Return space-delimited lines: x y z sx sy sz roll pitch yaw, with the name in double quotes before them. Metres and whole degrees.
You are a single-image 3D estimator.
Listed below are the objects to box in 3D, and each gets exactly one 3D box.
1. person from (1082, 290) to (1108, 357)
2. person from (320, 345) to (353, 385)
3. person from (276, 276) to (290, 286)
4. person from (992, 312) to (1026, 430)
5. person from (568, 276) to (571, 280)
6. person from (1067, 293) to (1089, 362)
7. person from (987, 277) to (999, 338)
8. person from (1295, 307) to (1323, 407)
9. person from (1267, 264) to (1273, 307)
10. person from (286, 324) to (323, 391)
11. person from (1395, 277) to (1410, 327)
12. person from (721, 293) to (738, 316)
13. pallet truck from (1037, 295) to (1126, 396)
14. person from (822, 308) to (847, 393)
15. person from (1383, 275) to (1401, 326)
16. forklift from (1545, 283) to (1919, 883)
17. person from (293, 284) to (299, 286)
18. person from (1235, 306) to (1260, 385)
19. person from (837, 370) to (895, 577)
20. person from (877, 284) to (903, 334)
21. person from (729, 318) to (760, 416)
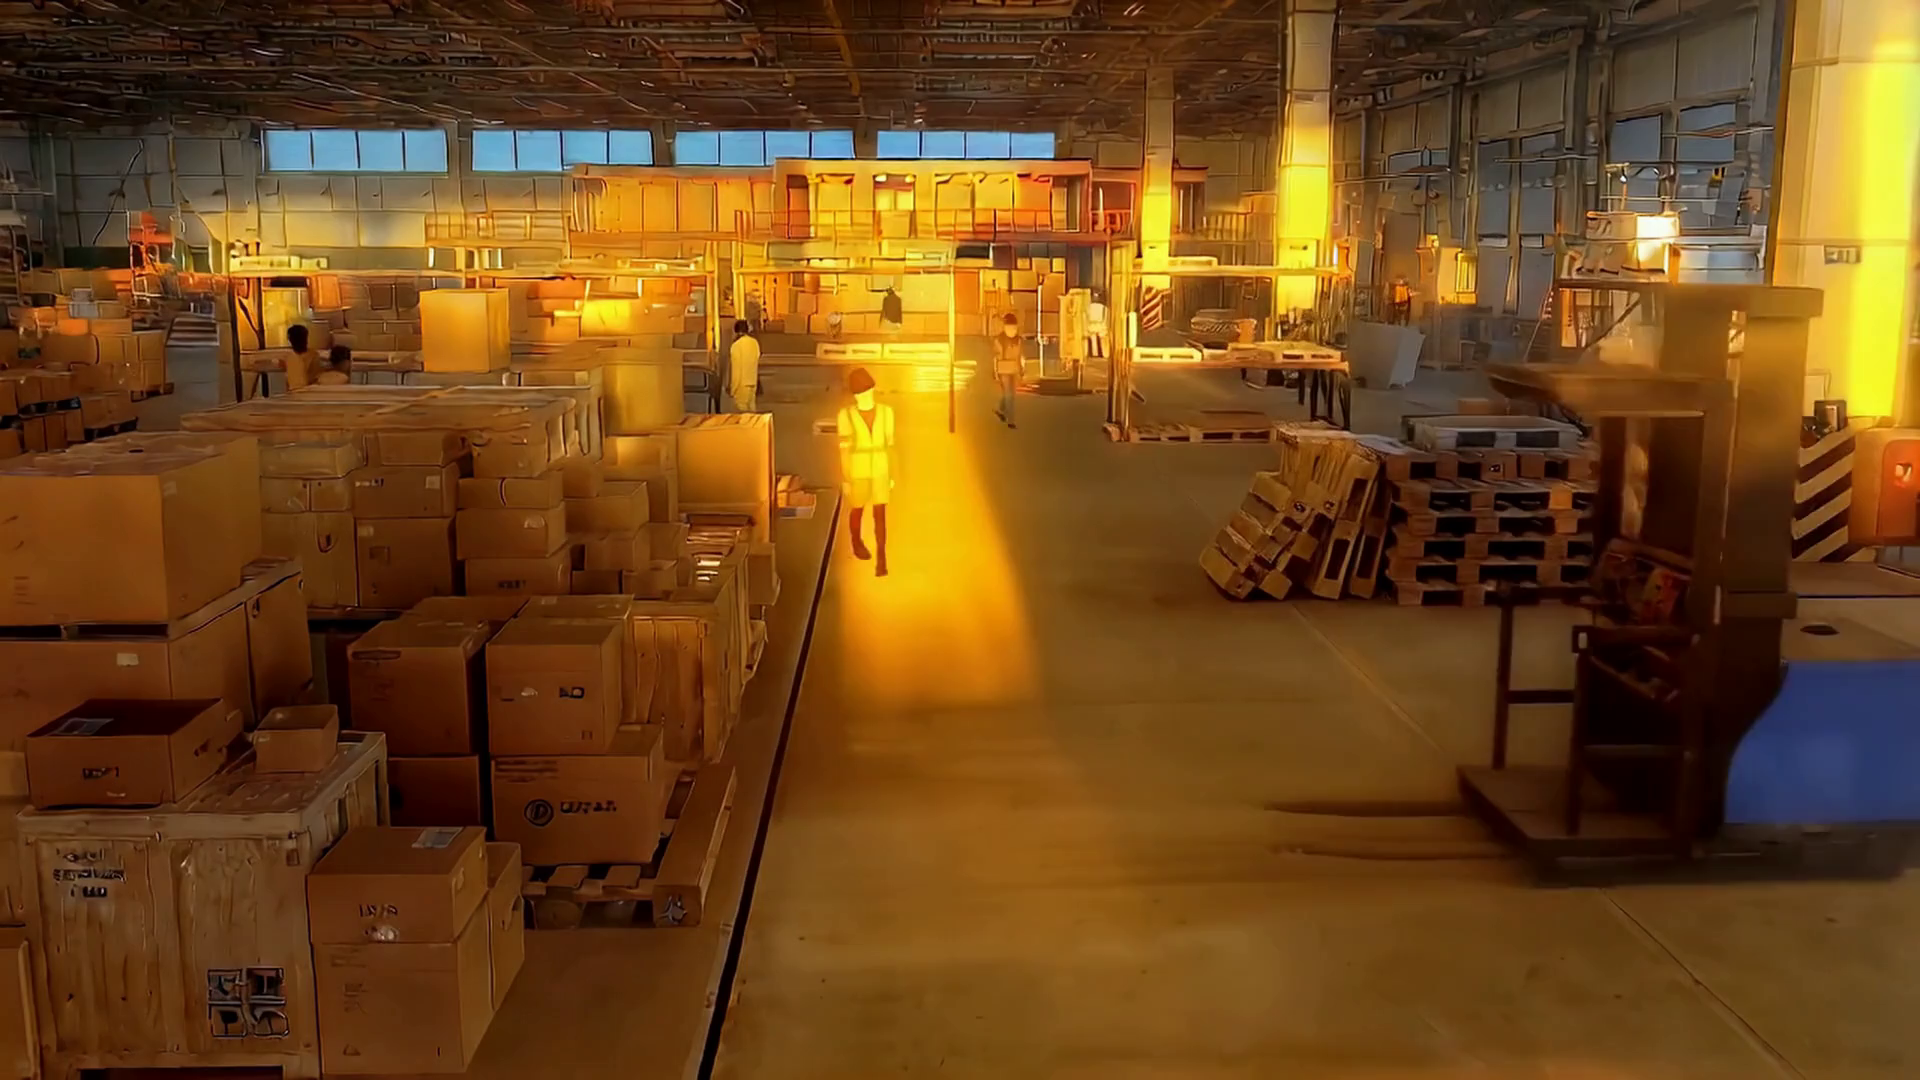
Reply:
"person" 3.180 -4.934 39.179 0.612 1.904 0.512 0 10 2
"person" -6.964 -1.214 18.504 0.660 1.895 0.591 -9 14 -42
"person" -23.262 -8.275 57.494 0.637 2.001 0.935 4 11 21
"person" 0.769 -2.762 27.085 0.607 1.904 0.603 -6 12 -31
"person" -17.580 -11.410 75.438 0.582 1.842 0.976 0 10 -1
"person" 2.819 -5.012 39.846 0.636 1.819 0.675 1 10 6
"person" 1.061 -7.308 52.357 0.379 1.931 0.625 4 11 21
"person" 6.384 -3.342 30.494 0.505 1.842 0.347 4 11 22
"person" 14.587 -11.891 77.689 0.381 1.994 0.622 9 13 40
"person" -8.696 -1.879 22.032 0.617 1.954 0.392 6 12 32
"person" 13.816 -7.225 51.850 0.352 1.941 0.543 -8 13 -36
"person" -5.710 -5.271 41.472 0.547 1.747 0.497 -3 11 -18
"pallet truck" 2.483 -3.881 33.060 1.885 1.965 0.823 -7 13 -36
"person" -2.539 -3.866 33.752 0.487 1.710 0.795 8 13 37
"person" 14.542 -7.930 55.885 0.630 1.908 0.772 2 10 9
"forklift" 3.707 0.151 8.138 1.873 2.768 1.129 0 10 -2
"person" -18.332 -6.157 46.095 0.521 1.873 0.334 -4 11 -22
"person" 6.156 -4.148 35.450 0.541 1.663 0.813 8 13 39
"person" -0.879 -0.647 15.403 0.564 1.889 0.960 -3 11 -18
"person" -1.773 -5.694 43.346 1.041 1.946 0.623 9 14 42
"person" -3.113 -2.210 23.916 0.372 1.940 0.630 4 11 23
